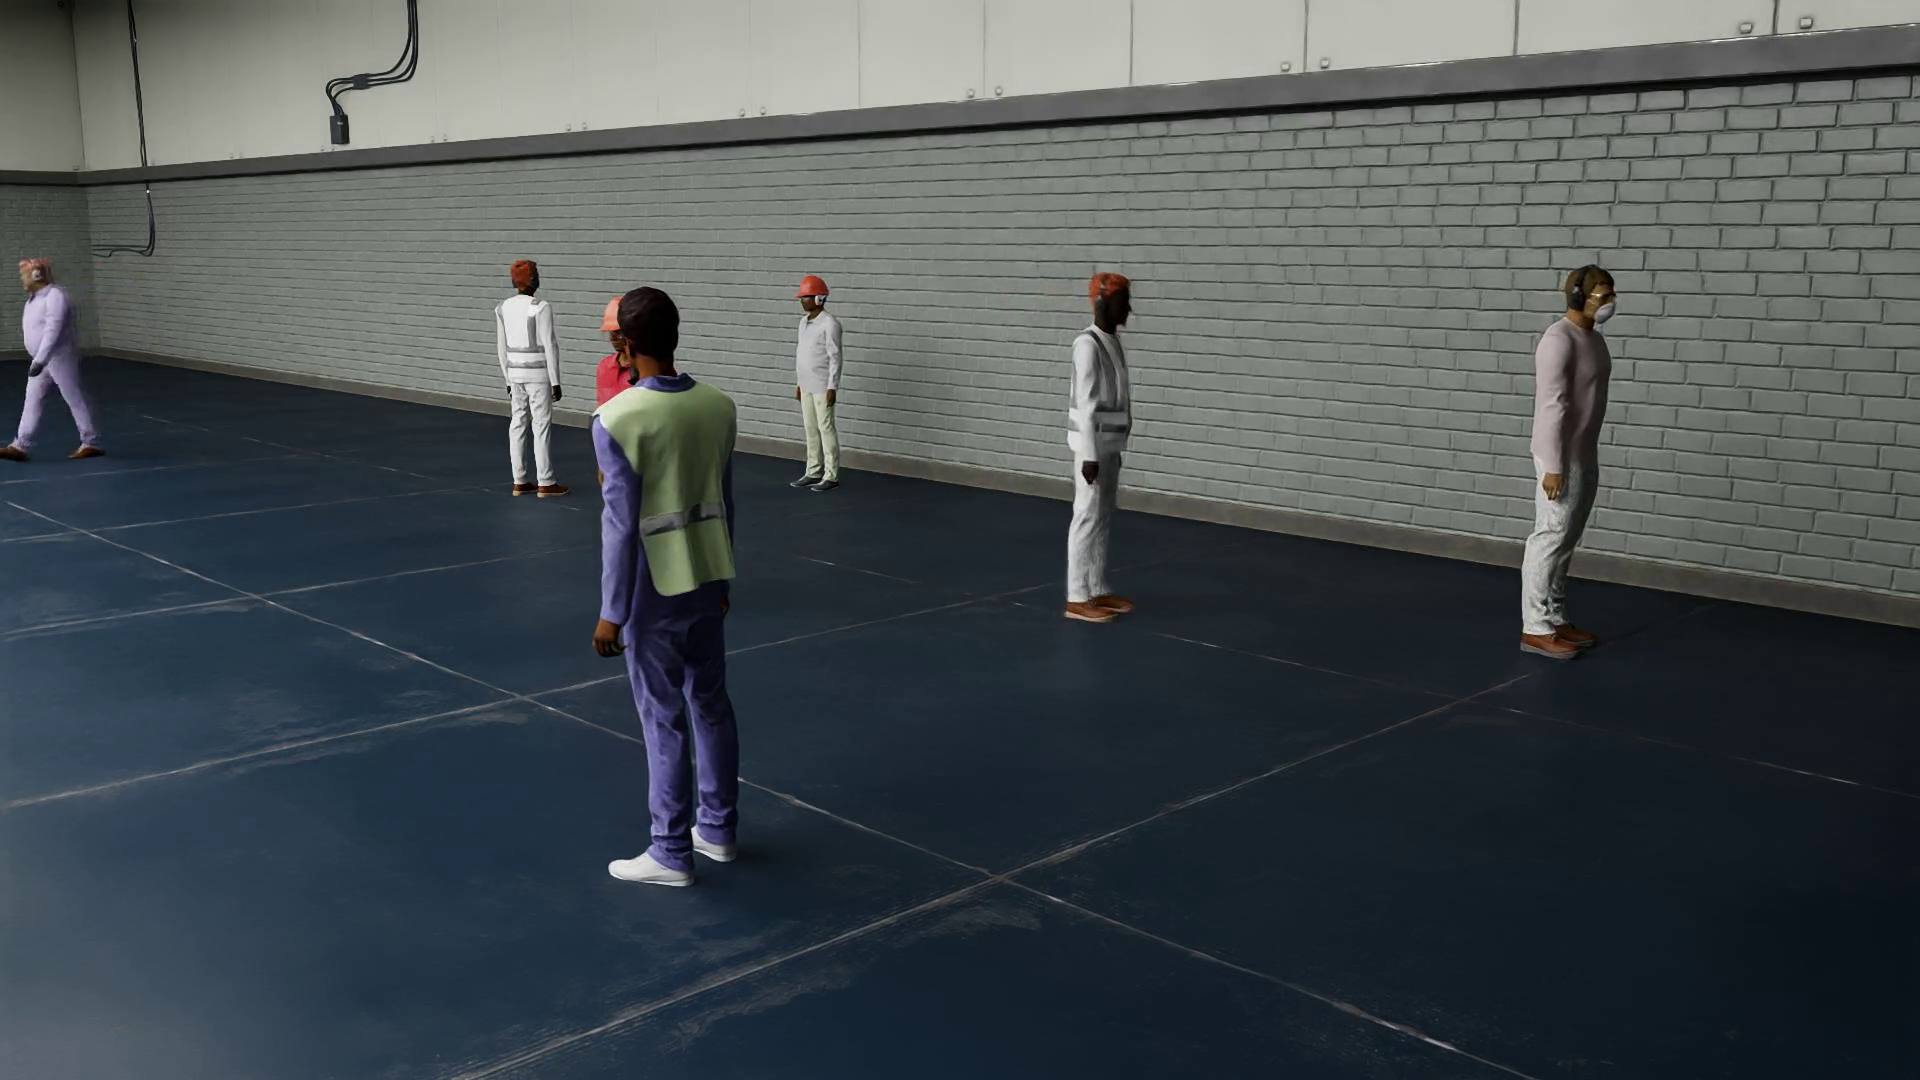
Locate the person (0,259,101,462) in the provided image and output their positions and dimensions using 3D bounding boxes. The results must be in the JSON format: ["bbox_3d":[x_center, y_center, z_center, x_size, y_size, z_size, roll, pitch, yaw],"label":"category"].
[{"bbox_3d":[-8.423,-1.632,15.245,0.632,1.847,0.982,7,13,35],"label":"person"}]

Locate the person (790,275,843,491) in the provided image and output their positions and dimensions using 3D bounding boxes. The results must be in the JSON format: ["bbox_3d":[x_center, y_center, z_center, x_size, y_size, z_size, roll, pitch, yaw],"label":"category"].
[{"bbox_3d":[-1.184,-1.280,13.607,0.331,1.750,0.572,-8,13,-36],"label":"person"}]

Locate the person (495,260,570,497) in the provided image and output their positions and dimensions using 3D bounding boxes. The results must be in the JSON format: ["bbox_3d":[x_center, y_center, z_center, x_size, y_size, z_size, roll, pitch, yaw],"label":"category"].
[{"bbox_3d":[-3.408,-1.278,13.242,0.576,1.885,0.355,5,12,27],"label":"person"}]

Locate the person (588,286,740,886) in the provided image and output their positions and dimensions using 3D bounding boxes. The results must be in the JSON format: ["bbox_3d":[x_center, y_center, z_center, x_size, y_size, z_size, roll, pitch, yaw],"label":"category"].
[{"bbox_3d":[-0.925,0.158,5.323,0.397,1.917,0.590,6,12,31],"label":"person"}]

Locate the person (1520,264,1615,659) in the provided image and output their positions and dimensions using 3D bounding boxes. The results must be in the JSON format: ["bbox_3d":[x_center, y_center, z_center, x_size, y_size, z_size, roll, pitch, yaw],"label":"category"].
[{"bbox_3d":[3.028,-0.393,8.271,0.354,1.936,0.635,8,13,36],"label":"person"}]

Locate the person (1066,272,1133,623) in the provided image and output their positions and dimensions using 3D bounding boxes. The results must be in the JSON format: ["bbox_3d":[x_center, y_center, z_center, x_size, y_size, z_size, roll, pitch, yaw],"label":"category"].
[{"bbox_3d":[0.760,-0.505,9.024,0.337,1.882,0.584,4,11,19],"label":"person"}]

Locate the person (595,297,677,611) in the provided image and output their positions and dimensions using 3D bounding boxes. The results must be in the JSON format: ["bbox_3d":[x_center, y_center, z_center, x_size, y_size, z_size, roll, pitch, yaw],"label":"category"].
[{"bbox_3d":[-1.792,-0.450,9.100,0.565,1.745,0.348,7,12,34],"label":"person"}]
